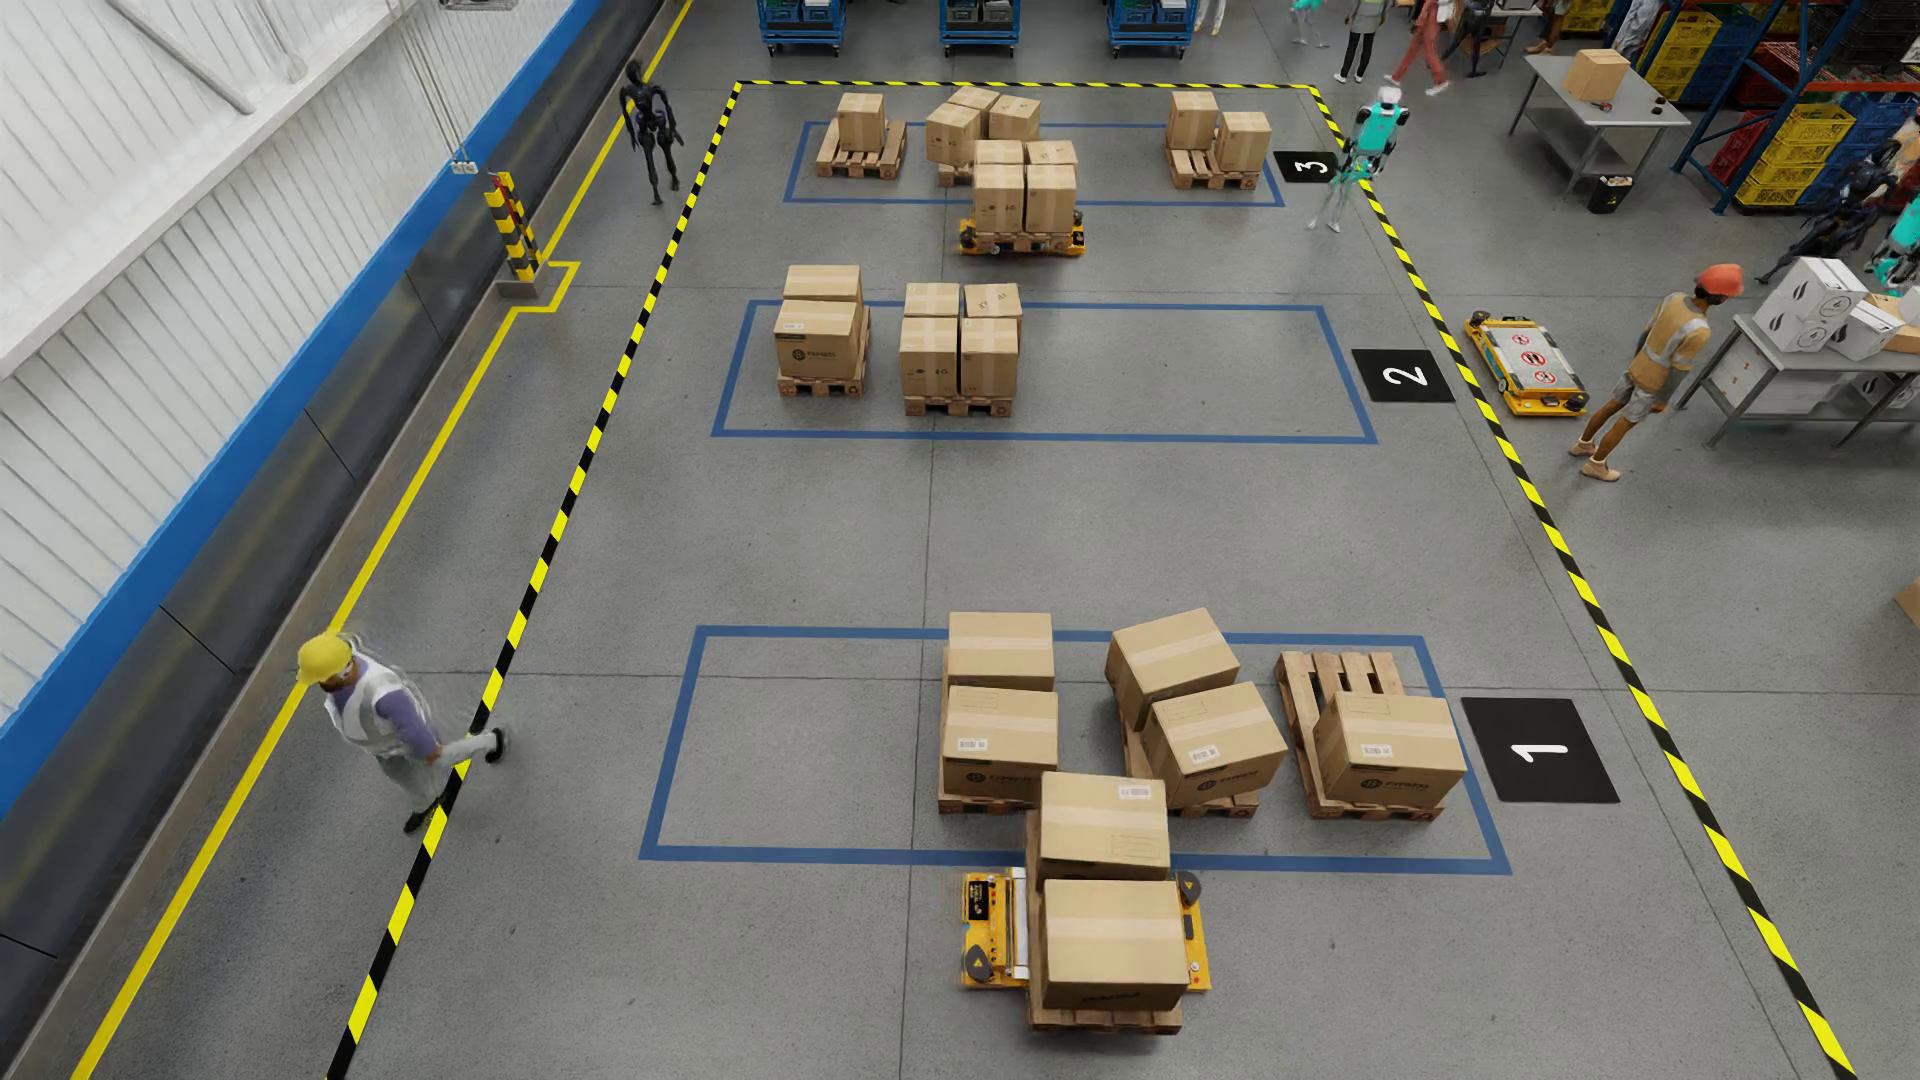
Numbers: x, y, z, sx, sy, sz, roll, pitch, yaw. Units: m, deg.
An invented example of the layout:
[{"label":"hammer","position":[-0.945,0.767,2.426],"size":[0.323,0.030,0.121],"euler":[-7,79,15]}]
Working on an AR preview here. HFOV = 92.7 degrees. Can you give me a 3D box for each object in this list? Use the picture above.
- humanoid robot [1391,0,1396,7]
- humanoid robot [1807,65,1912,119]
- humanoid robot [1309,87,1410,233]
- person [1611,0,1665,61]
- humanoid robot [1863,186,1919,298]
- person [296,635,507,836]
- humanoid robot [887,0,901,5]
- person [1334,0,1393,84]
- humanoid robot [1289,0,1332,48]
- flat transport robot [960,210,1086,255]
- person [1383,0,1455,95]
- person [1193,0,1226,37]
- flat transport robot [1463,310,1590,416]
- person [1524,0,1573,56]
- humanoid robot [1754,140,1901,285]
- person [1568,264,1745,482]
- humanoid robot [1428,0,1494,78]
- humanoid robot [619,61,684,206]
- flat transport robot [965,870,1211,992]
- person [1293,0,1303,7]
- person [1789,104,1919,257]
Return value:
[{"label":"humanoid robot","position":[7.216,-9.589,14.911],"size":[0.620,1.642,0.610],"euler":[0,49,0]},{"label":"humanoid robot","position":[11.342,-5.800,11.623],"size":[0.903,1.833,0.555],"euler":[12,50,10]},{"label":"humanoid robot","position":[4.431,-4.254,10.266],"size":[0.558,1.794,0.807],"euler":[2,49,2]},{"label":"person","position":[9.144,-6.830,12.469],"size":[0.484,1.743,0.295],"euler":[-11,50,-9]},{"label":"humanoid robot","position":[9.240,-2.607,8.856],"size":[0.871,1.838,0.567],"euler":[8,50,7]},{"label":"person","position":[-3.391,1.095,5.567],"size":[0.597,1.808,0.766],"euler":[22,53,18]},{"label":"humanoid robot","position":[-1.151,-9.745,15.042],"size":[0.488,1.645,0.612],"euler":[-36,58,-27]},{"label":"person","position":[5.749,-7.445,12.931],"size":[0.592,1.849,0.395],"euler":[0,49,0]},{"label":"humanoid robot","position":[5.354,-8.293,13.753],"size":[0.874,1.782,0.550],"euler":[14,51,12]},{"label":"flat transport robot","position":[0.719,-3.573,10.607],"size":[1.431,0.197,0.652],"euler":[1,49,1]},{"label":"person","position":[6.653,-7.241,12.748],"size":[0.661,1.866,0.901],"euler":[-36,58,-27]},{"label":"person","position":[3.976,-8.787,14.099],"size":[0.632,1.843,0.429],"euler":[22,53,18]},{"label":"flat transport robot","position":[5.573,-1.757,9.054],"size":[0.659,0.231,1.431],"euler":[1,49,1]},{"label":"person","position":[8.862,-8.105,13.377],"size":[0.390,2.040,0.613],"euler":[15,51,12]},{"label":"humanoid robot","position":[9.102,-3.293,9.485],"size":[0.785,1.625,0.621],"euler":[-16,51,-13]},{"label":"person","position":[5.695,-1.352,7.529],"size":[0.366,2.048,0.606],"euler":[3,49,3]},{"label":"humanoid robot","position":[7.418,-7.509,13.136],"size":[0.779,1.635,0.605],"euler":[3,49,2]},{"label":"humanoid robot","position":[-3.591,-4.784,10.771],"size":[0.614,1.624,0.766],"euler":[-6,49,-5]},{"label":"flat transport robot","position":[0.749,2.326,5.502],"size":[1.431,0.197,0.652],"euler":[1,49,1]},{"label":"person","position":[5.757,-9.639,14.828],"size":[0.408,1.855,0.574],"euler":[-2,49,-2]},{"label":"person","position":[9.771,-3.885,9.813],"size":[0.437,1.888,0.587],"euler":[21,52,18]}]
